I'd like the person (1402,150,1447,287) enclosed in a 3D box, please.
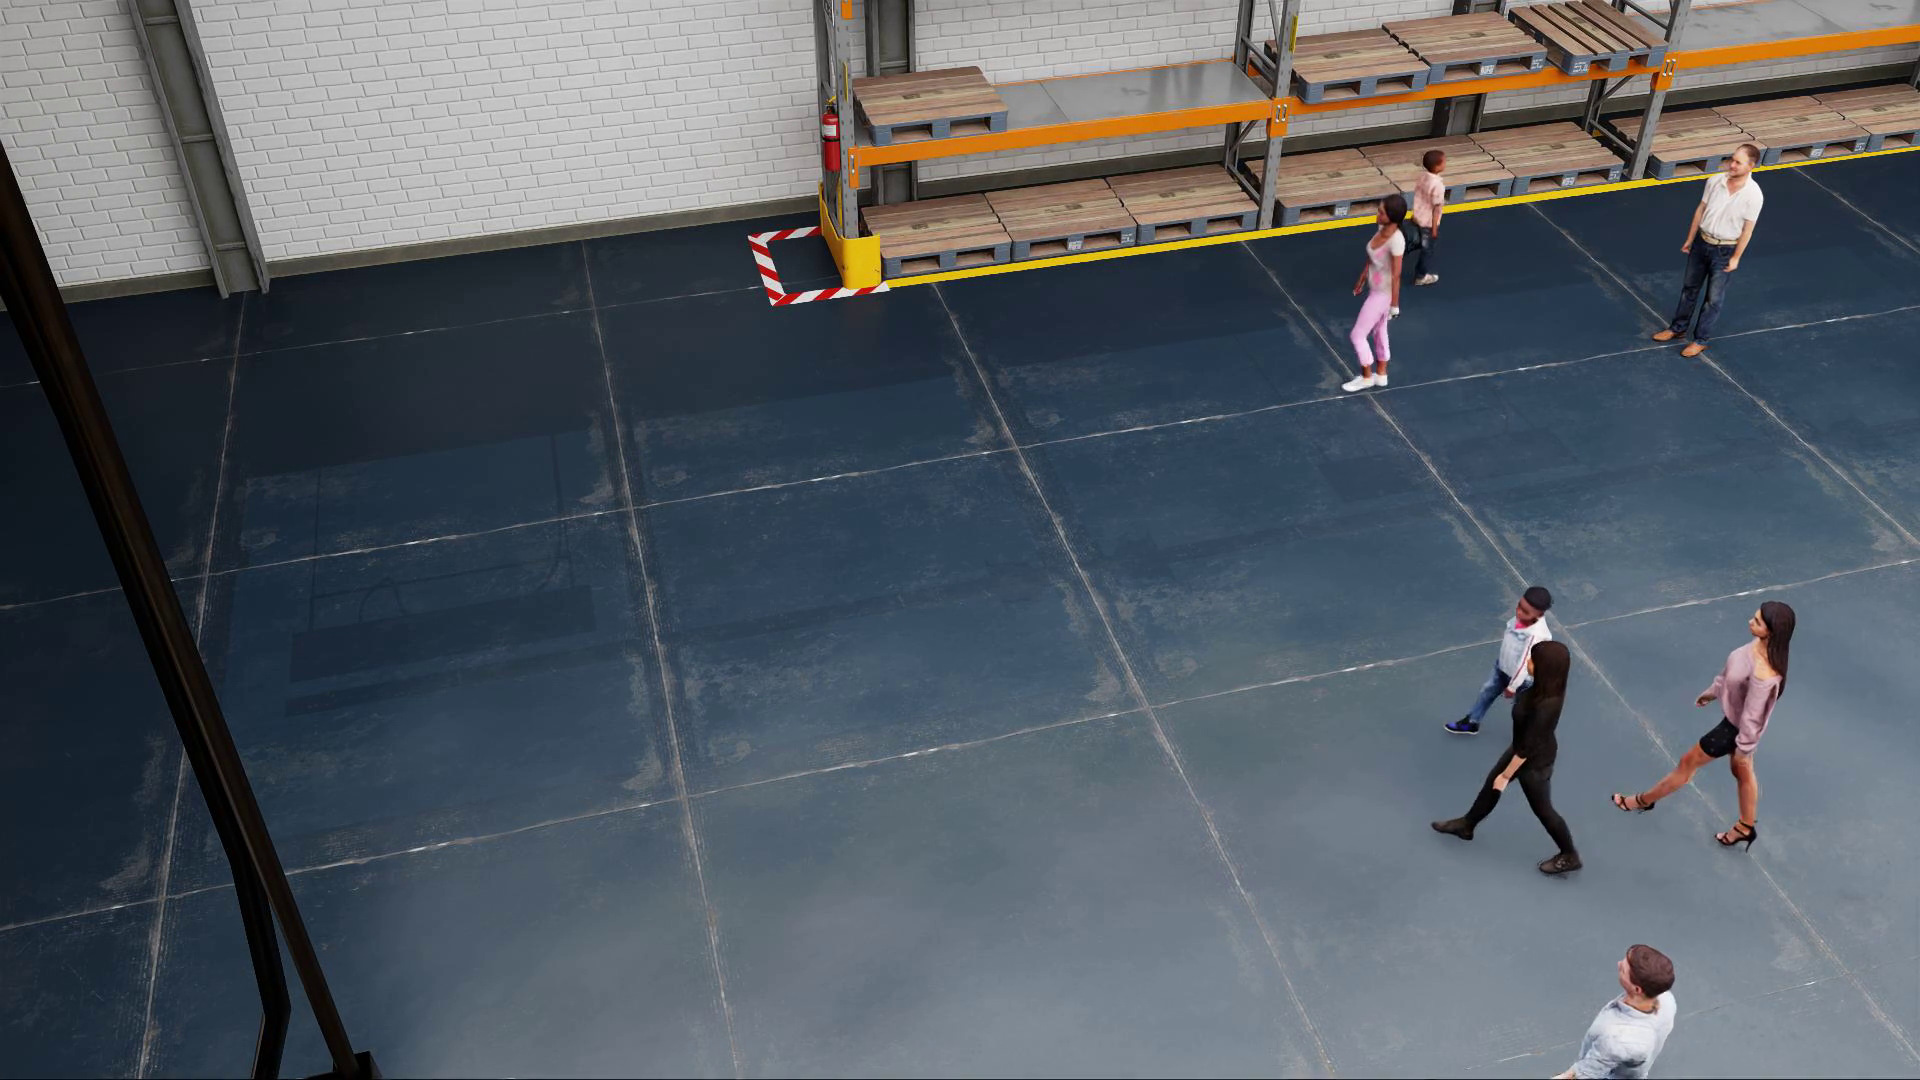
[{"bbox_3d":[4.034,-2.810,14.594,0.754,1.297,0.502,-10,40,-13],"label":"person"}]

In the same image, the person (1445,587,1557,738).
[{"bbox_3d":[3.468,0.789,10.132,0.939,1.240,0.669,2,39,3],"label":"person"}]

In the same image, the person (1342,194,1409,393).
[{"bbox_3d":[3.428,-1.942,13.161,0.714,1.727,0.673,2,39,2],"label":"person"}]

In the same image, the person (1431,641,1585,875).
[{"bbox_3d":[3.273,1.244,9.267,1.156,1.608,0.973,12,40,14],"label":"person"}]

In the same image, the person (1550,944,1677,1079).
[{"bbox_3d":[2.981,2.530,7.480,0.928,1.831,0.890,28,46,30],"label":"person"}]

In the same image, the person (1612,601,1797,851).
[{"bbox_3d":[4.466,1.089,9.329,1.109,1.773,1.032,19,42,22],"label":"person"}]

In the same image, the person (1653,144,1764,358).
[{"bbox_3d":[6.213,-2.399,13.630,0.667,1.856,0.725,-20,43,-23],"label":"person"}]
